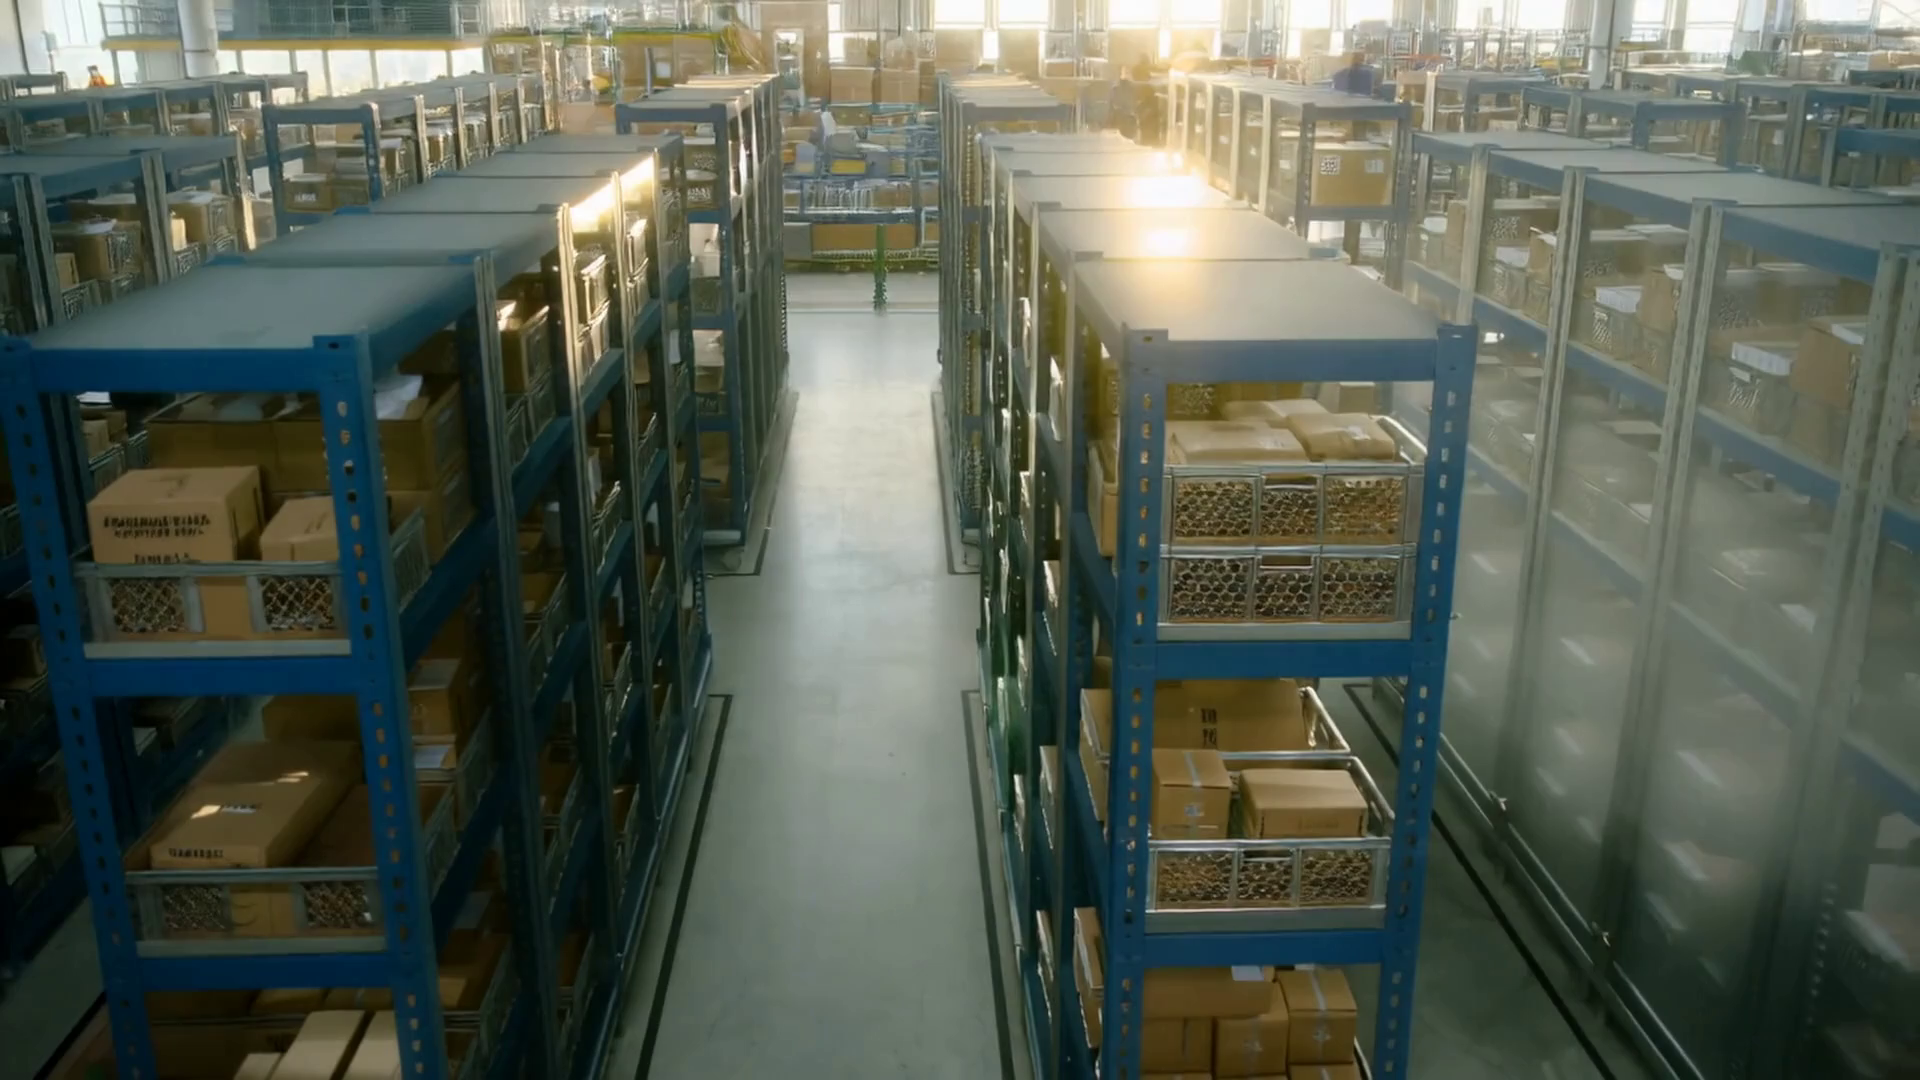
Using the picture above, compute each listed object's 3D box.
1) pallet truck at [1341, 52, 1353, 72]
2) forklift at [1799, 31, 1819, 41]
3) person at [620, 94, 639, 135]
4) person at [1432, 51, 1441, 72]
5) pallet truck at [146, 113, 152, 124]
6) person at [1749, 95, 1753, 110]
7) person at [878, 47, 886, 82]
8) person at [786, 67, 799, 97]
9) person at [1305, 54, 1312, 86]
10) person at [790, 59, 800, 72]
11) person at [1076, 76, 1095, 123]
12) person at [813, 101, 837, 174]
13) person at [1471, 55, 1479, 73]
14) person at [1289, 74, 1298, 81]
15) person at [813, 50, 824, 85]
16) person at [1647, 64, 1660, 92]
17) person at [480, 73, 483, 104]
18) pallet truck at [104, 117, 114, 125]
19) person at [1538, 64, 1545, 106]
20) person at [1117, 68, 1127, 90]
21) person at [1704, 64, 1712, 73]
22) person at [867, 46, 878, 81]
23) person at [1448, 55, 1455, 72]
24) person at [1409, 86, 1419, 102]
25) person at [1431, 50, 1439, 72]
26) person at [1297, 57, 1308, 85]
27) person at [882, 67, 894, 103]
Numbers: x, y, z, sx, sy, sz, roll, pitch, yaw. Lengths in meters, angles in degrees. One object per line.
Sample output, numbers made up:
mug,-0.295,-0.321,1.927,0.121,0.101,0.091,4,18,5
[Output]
pallet truck,18.794,-23.123,82.231,0.823,1.965,1.885,-13,22,-35
forklift,45.907,-26.183,90.288,1.129,2.768,1.873,-1,18,-2
person,-8.854,-10.788,44.058,0.611,2.006,0.960,14,23,37
person,24.707,-24.453,86.520,0.931,1.908,0.634,-5,19,-14
pallet truck,-18.087,-8.309,36.390,1.885,1.965,0.823,-1,18,-4
person,28.493,-15.984,60.383,0.590,1.842,0.927,-7,19,-22
person,-4.314,-26.712,93.499,0.947,1.906,0.613,1,18,4
person,-6.577,-17.659,65.543,0.986,1.864,0.593,3,18,8
person,17.452,-23.574,83.903,0.604,1.825,0.664,1,18,5
person,-8.671,-24.822,87.679,0.564,1.886,1.010,10,21,29
person,4.627,-16.283,61.496,0.650,1.732,0.539,-4,18,-12
person,-3.505,-10.437,43.170,0.790,1.880,0.638,1,18,2
person,25.193,-22.771,81.355,1.011,1.886,0.599,2,18,5
person,11.481,-15.225,57.909,0.686,1.920,0.575,-3,18,-10
person,-7.678,-25.704,90.491,0.624,1.835,0.431,-11,21,-30
person,30.227,-19.945,72.529,0.631,1.919,0.654,-2,18,-8
person,-17.343,-15.998,60.426,0.515,1.844,0.329,-15,23,-39
pallet truck,-18.367,-7.885,35.078,1.885,1.965,0.823,1,18,2
person,24.103,-18.843,69.214,0.510,1.860,0.334,-16,24,-41
person,6.177,-16.821,62.794,0.505,1.951,0.633,2,18,5
person,30.375,-18.498,68.016,0.635,1.936,0.355,5,19,15
person,-4.938,-27.035,94.403,0.529,1.971,0.773,-10,21,-29
person,25.530,-24.326,86.456,0.479,1.678,0.542,-1,18,-4
person,15.491,-14.728,56.899,0.843,1.595,0.515,14,23,37
person,25.362,-25.094,88.482,0.858,1.892,0.624,15,23,38
person,16.148,-21.856,78.517,0.531,1.868,0.310,8,20,25
person,-3.010,-19.138,70.341,0.529,1.718,0.505,-9,20,-25
